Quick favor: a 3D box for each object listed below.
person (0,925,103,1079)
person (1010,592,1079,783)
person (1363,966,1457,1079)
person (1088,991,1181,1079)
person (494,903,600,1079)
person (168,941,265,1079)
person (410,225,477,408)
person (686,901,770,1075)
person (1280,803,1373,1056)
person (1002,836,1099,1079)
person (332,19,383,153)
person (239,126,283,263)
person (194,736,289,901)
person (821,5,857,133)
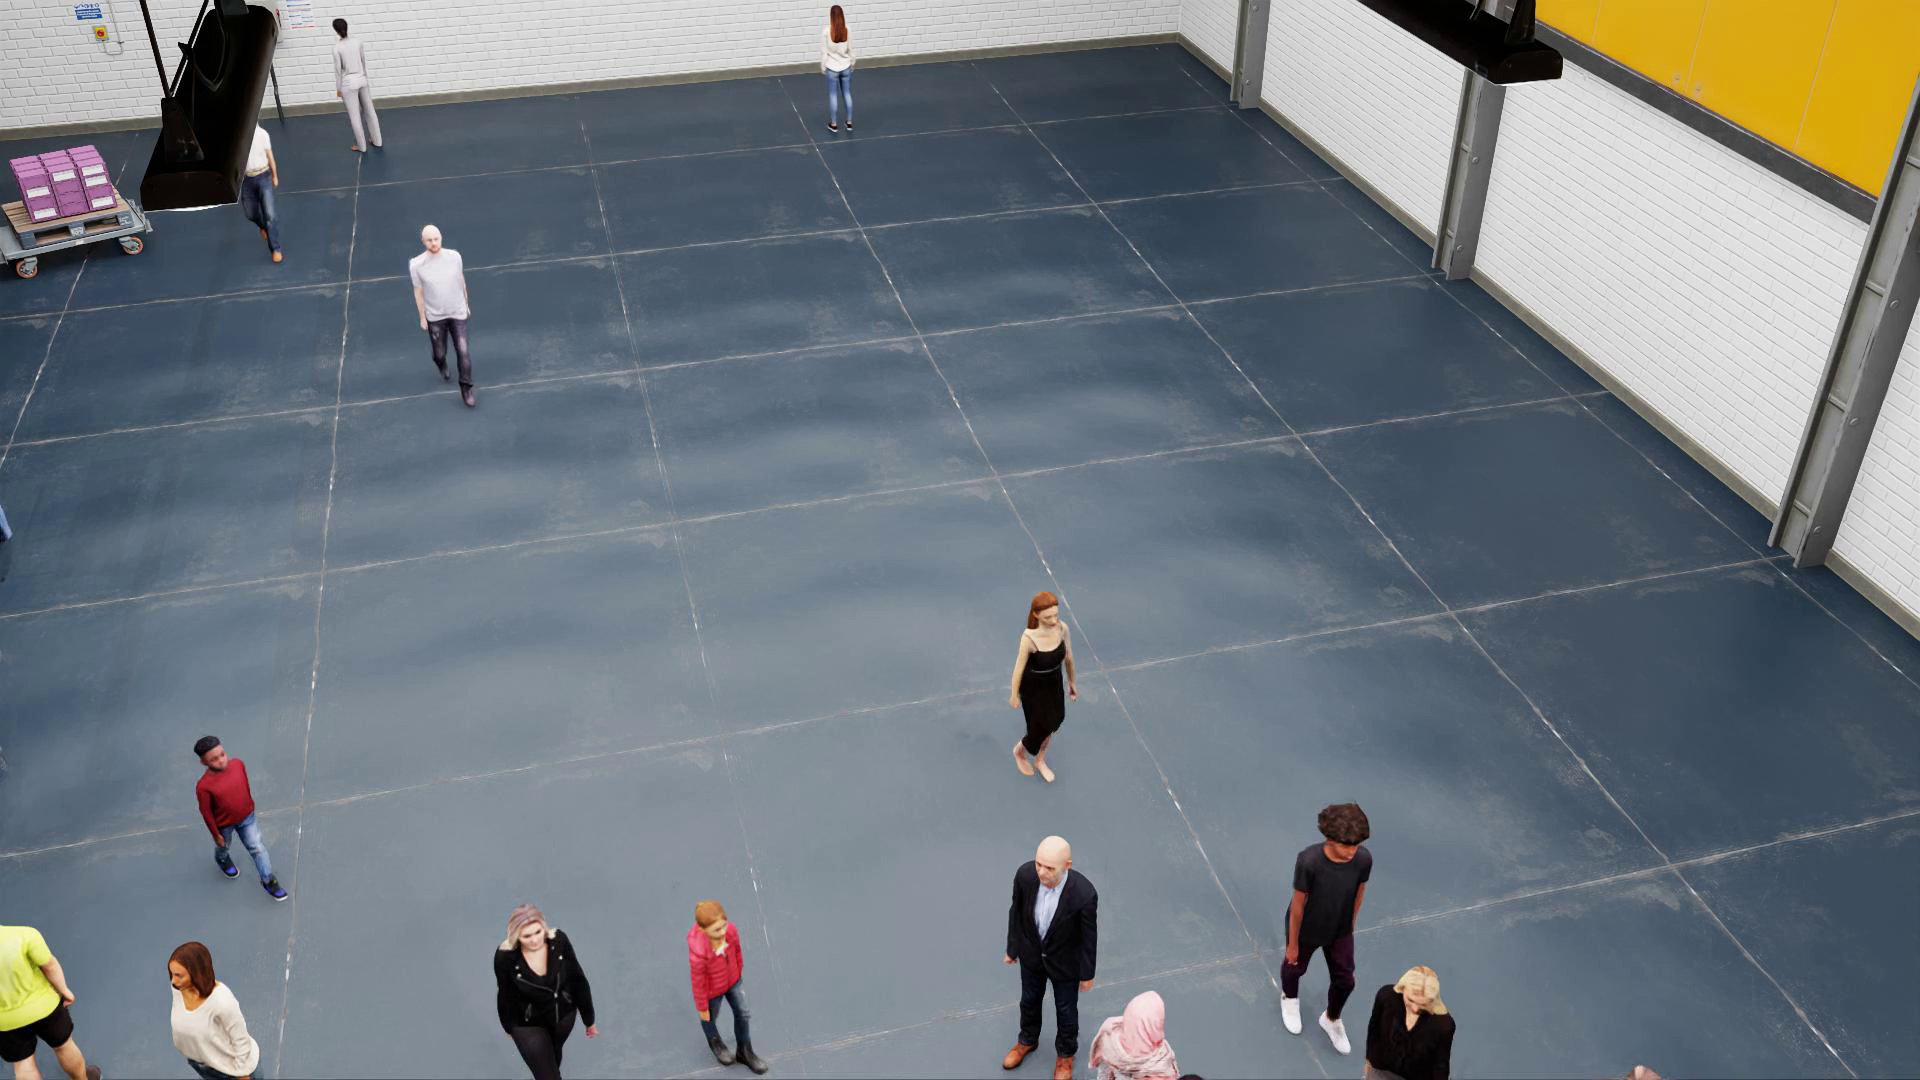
[{"bbox_3d":[-5.156,2.550,9.131,0.677,1.708,0.639,-15,36,-21],"label":"person"},{"bbox_3d":[0.523,0.982,11.576,0.717,1.612,0.756,-23,40,-31],"label":"person"},{"bbox_3d":[2.336,2.792,8.666,0.980,1.818,1.015,21,39,28],"label":"person"},{"bbox_3d":[0.820,2.988,8.397,0.888,1.790,0.863,-25,41,-33],"label":"person"},{"bbox_3d":[-2.311,2.570,9.140,0.822,1.664,1.030,-22,39,-29],"label":"person"},{"bbox_3d":[-3.915,2.746,8.858,0.697,1.683,0.743,15,37,22],"label":"person"},{"bbox_3d":[-5.027,-2.231,16.231,0.794,1.810,1.093,-16,37,-23],"label":"person"},{"bbox_3d":[-1.425,2.519,9.541,0.689,1.305,0.768,-28,43,-35],"label":"person"},{"bbox_3d":[2.072,2.156,9.672,0.682,1.765,0.748,-3,34,-5],"label":"person"},{"bbox_3d":[0.517,2.338,9.368,0.758,1.799,0.801,15,36,21],"label":"person"},{"bbox_3d":[-8.013,-6.032,22.012,0.741,1.739,0.717,24,41,32],"label":"person"},{"bbox_3d":[-8.088,-4.153,19.098,0.705,1.837,0.983,-11,35,-16],"label":"person"},{"bbox_3d":[-4.755,1.758,10.743,0.945,1.241,0.811,24,41,32],"label":"person"},{"bbox_3d":[-1.650,-6.425,22.647,0.640,1.693,0.575,-12,35,-17],"label":"person"}]
